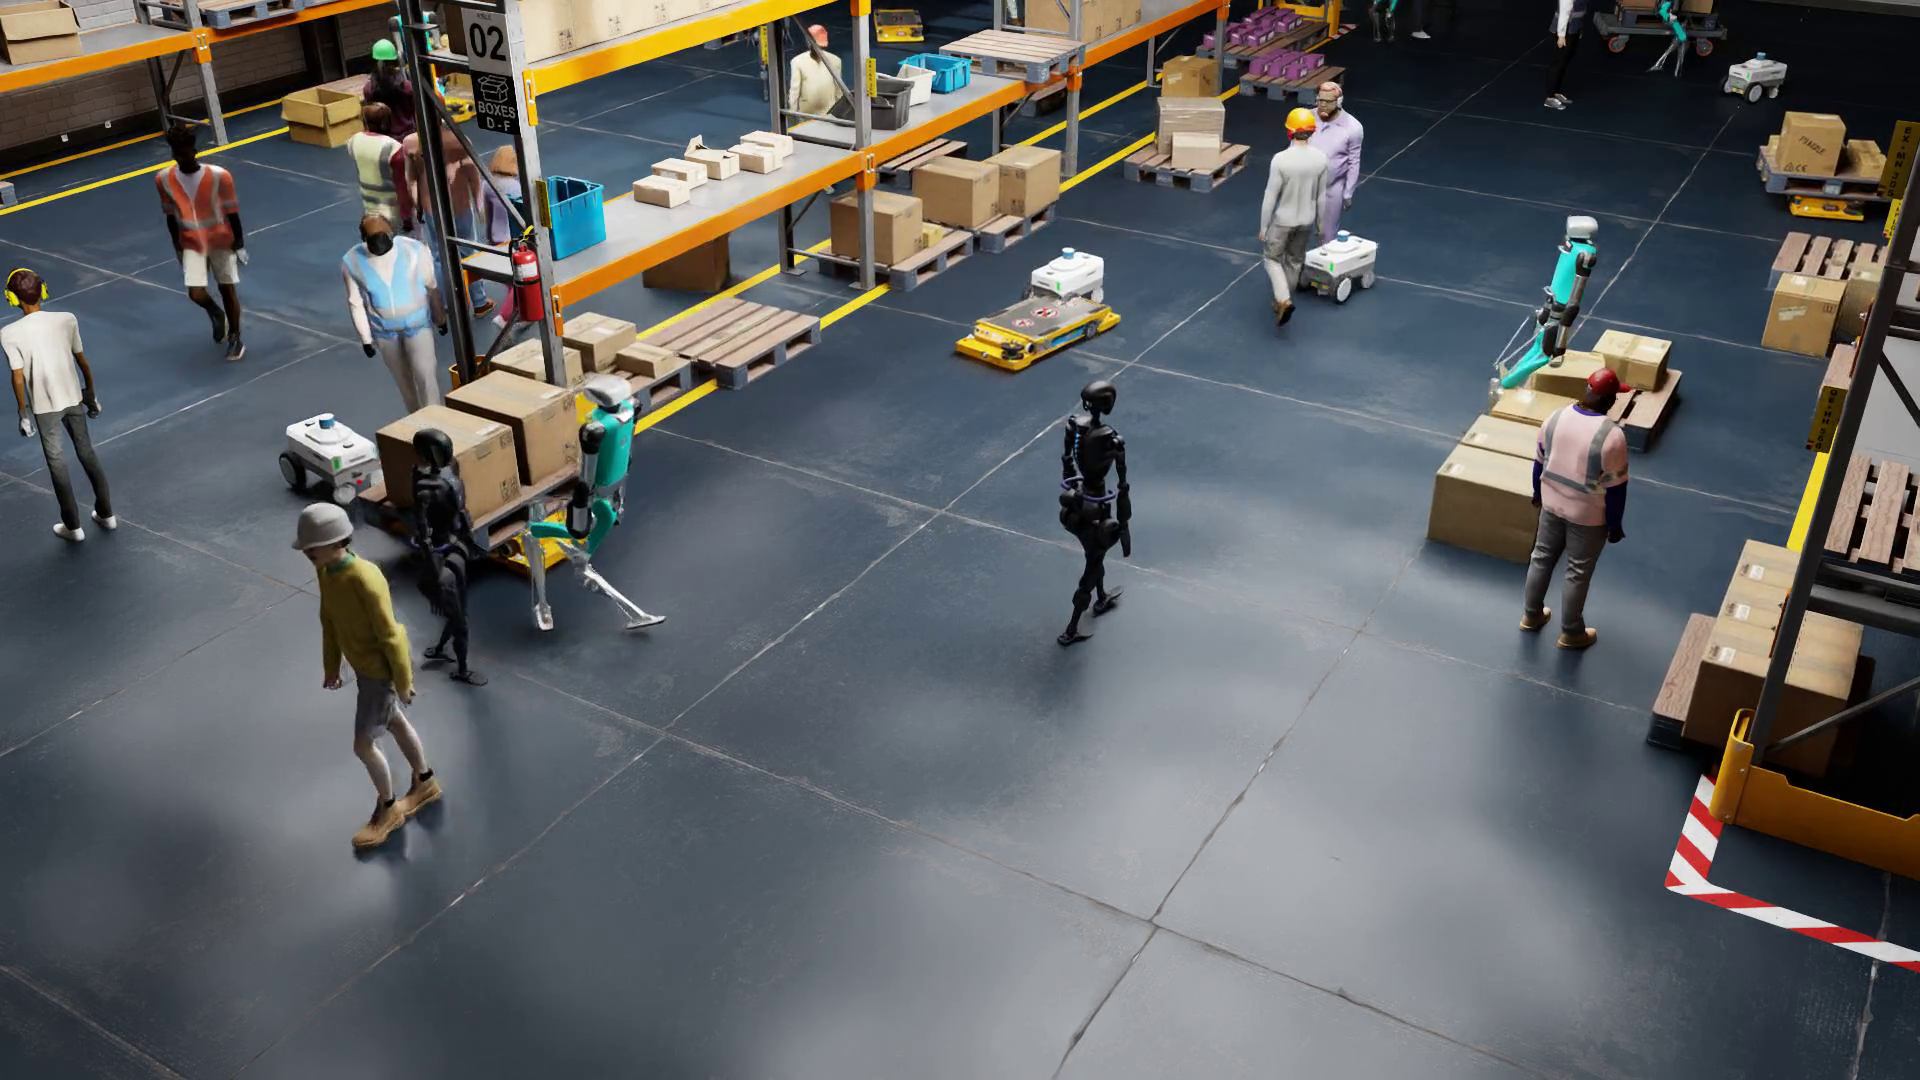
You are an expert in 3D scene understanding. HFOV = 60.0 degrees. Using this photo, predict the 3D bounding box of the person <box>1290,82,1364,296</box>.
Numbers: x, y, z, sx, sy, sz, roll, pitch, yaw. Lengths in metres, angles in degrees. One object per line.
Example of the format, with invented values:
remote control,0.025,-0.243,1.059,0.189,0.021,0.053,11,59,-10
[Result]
person,3.192,-3.121,14.800,0.650,1.905,0.406,13,32,22

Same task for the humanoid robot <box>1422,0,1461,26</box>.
humanoid robot,7.136,-8.406,24.426,0.766,1.629,0.598,-26,39,-38

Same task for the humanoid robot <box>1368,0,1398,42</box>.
humanoid robot,6.041,-7.852,23.339,0.531,1.779,0.749,25,38,37

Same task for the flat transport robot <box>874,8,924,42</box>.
flat transport robot,-0.900,-7.488,24.188,0.659,0.231,1.431,-2,30,-4

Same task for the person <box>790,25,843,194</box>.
person,-1.524,-4.605,17.619,0.575,1.711,0.827,-5,30,-9

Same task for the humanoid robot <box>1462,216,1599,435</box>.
humanoid robot,4.071,-1.437,12.088,0.830,1.871,0.549,2,30,4

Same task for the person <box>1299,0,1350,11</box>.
person,5.600,-8.931,25.272,0.719,1.713,0.557,-7,30,-13

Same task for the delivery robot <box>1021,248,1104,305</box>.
delivery robot,0.939,-2.280,14.665,0.499,0.575,0.754,23,36,34

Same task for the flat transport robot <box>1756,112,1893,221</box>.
flat transport robot,8.999,-3.659,17.415,0.659,0.231,1.431,8,31,14

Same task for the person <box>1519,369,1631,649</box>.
person,3.628,-0.188,9.771,0.419,1.750,0.610,-20,35,-31

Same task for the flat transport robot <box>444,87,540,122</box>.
flat transport robot,-5.953,-5.472,20.621,0.659,0.231,1.431,16,33,26

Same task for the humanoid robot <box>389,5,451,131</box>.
humanoid robot,-5.850,-5.026,18.330,0.629,1.768,0.833,-9,31,-16

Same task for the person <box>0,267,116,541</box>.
person,-5.921,-0.883,10.897,0.349,1.856,0.525,20,35,31

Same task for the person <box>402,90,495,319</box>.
person,-4.386,-2.869,14.263,0.621,1.996,0.371,-1,29,-2

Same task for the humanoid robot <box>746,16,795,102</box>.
humanoid robot,-2.382,-6.365,20.828,0.608,1.633,0.776,-3,30,-5

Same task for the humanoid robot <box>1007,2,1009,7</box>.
humanoid robot,0.757,-9.113,25.601,0.547,1.754,1.022,12,32,20

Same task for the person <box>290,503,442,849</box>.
person,-2.967,0.653,8.168,0.507,1.860,0.703,25,38,37

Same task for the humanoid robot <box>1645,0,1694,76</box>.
humanoid robot,9.454,-6.960,21.821,0.744,1.847,0.538,-3,30,-5

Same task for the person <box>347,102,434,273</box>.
person,-4.976,-2.937,14.592,0.637,1.801,0.930,12,32,20

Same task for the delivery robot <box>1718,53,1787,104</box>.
delivery robot,10.013,-5.822,20.957,0.773,0.602,0.502,-13,32,-21

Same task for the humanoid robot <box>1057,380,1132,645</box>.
humanoid robot,0.836,-0.196,9.869,0.660,1.637,0.591,-21,36,-33

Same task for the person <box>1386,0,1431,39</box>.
person,6.505,-8.146,23.776,0.774,1.822,0.511,25,38,37

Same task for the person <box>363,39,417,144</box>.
person,-5.446,-3.927,16.238,0.498,1.894,1.047,-2,30,-4

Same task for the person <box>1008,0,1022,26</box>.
person,0.952,-8.389,24.128,0.644,1.900,0.880,-12,32,-20

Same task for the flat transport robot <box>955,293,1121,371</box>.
flat transport robot,0.676,-1.807,14.137,0.659,0.231,1.431,24,37,36

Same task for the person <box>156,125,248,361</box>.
person,-6.107,-2.412,13.507,0.603,1.951,0.459,-4,30,-8

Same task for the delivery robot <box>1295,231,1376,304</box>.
delivery robot,3.429,-2.491,15.064,0.806,0.602,0.499,-24,37,-36

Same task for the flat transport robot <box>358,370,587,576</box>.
flat transport robot,-3.187,-0.145,11.197,1.431,0.231,0.659,16,33,26

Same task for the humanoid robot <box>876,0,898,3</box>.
humanoid robot,-1.190,-9.153,25.706,0.611,1.633,0.421,11,31,18

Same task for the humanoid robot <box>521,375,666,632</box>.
humanoid robot,-2.324,-0.185,9.828,1.010,1.738,0.554,10,31,17

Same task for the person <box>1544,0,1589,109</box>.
person,7.483,-6.221,20.436,0.448,1.754,0.761,19,34,30

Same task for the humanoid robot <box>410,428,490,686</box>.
humanoid robot,-2.922,0.088,9.382,0.409,1.644,0.603,5,30,8

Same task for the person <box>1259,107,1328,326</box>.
person,2.835,-2.707,14.096,0.585,1.876,0.676,-6,30,-11

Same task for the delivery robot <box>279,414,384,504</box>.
delivery robot,-4.431,-0.609,11.742,0.781,0.609,0.521,24,38,36

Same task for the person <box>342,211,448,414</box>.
person,-4.066,-1.499,12.042,0.642,1.795,0.905,-5,30,-9

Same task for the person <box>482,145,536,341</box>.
person,-3.799,-2.473,13.937,0.535,1.609,0.550,14,32,23
